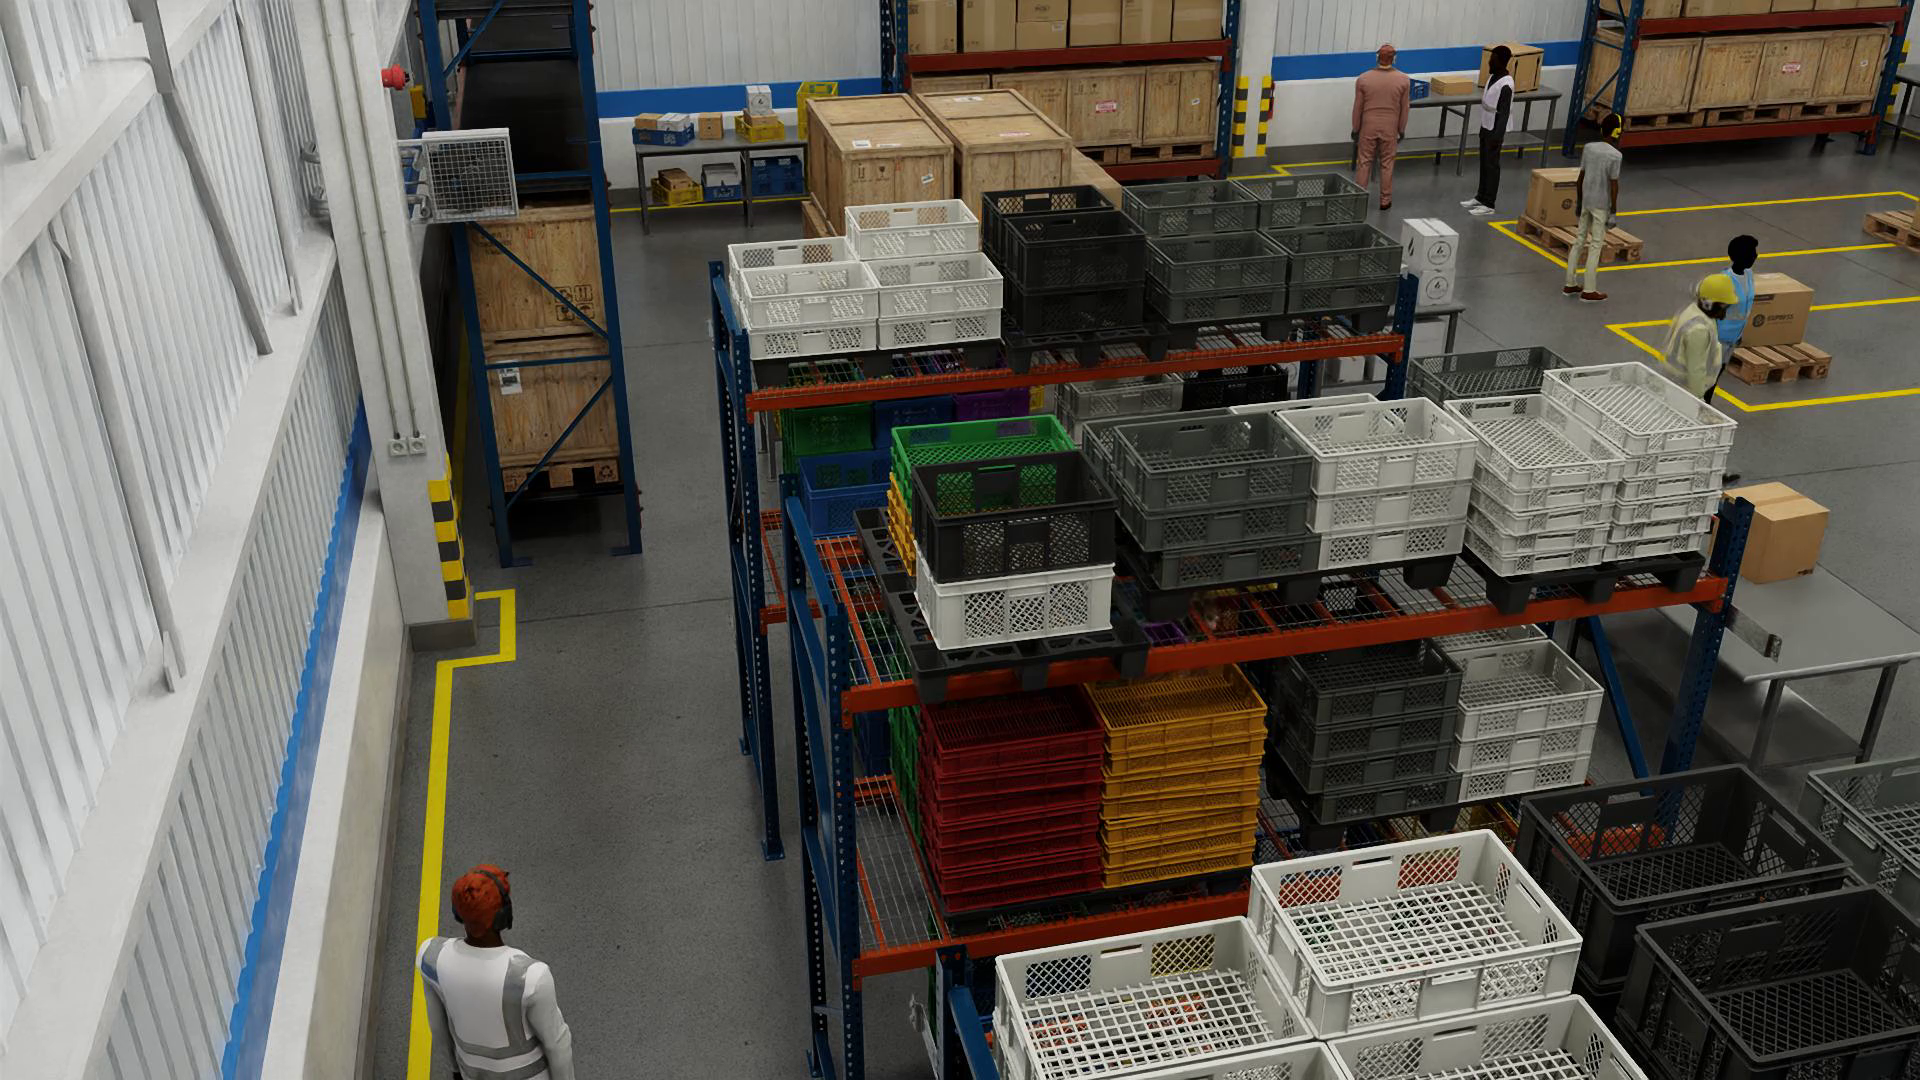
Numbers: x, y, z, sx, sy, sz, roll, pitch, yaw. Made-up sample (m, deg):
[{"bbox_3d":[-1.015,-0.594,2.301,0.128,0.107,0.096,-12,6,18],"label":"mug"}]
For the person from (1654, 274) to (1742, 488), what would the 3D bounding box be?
[{"bbox_3d":[5.583,-1.180,12.657,0.933,1.776,0.609,11,30,21],"label":"person"}]

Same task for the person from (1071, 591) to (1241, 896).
[{"bbox_3d":[1.057,1.032,8.348,1.020,1.891,0.638,1,28,1],"label":"person"}]

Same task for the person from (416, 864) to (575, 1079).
[{"bbox_3d":[-1.735,2.043,6.422,0.573,1.887,0.356,7,29,14],"label":"person"}]

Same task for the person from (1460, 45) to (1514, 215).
[{"bbox_3d":[6.177,-4.750,19.275,0.390,1.919,0.591,0,28,-1],"label":"person"}]

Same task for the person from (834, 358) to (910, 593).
[{"bbox_3d":[-0.636,-0.518,11.335,0.622,1.838,0.429,21,34,34],"label":"person"}]

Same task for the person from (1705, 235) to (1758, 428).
[{"bbox_3d":[6.286,-1.691,13.704,0.533,1.697,0.319,-21,35,-35],"label":"person"}]

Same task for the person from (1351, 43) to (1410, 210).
[{"bbox_3d":[4.890,-4.817,19.413,0.636,1.911,0.406,6,28,11],"label":"person"}]

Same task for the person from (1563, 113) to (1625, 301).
[{"bbox_3d":[6.369,-3.326,16.631,0.326,1.865,0.518,-14,31,-24],"label":"person"}]
